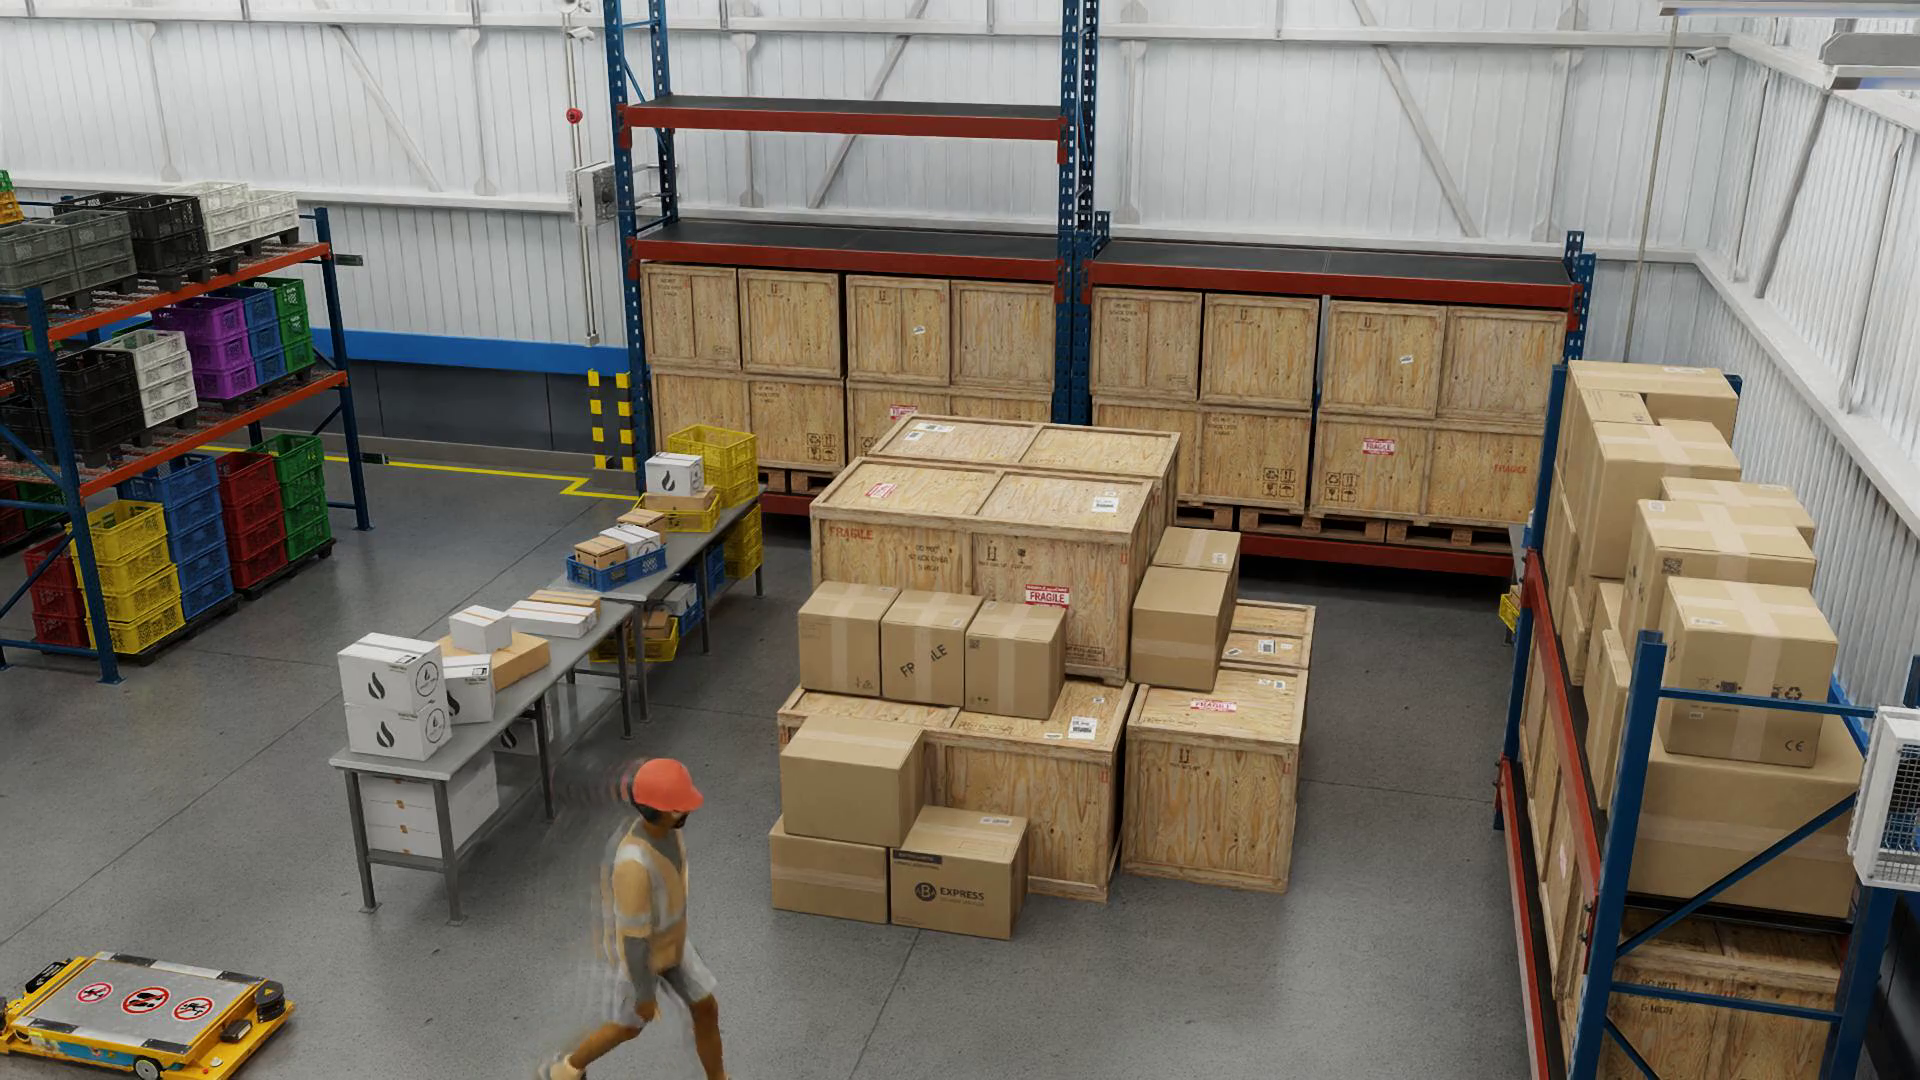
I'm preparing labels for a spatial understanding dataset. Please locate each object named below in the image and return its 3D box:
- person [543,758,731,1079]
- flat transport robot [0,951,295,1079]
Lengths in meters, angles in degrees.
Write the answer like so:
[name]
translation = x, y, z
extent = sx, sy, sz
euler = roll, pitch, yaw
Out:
[person]
translation = -1.491, 1.880, 7.738
extent = 1.066, 1.985, 0.620
euler = 5, 21, 13
[flat transport robot]
translation = -4.270, 2.464, 8.601
extent = 1.431, 0.231, 0.659
euler = 5, 22, 13
